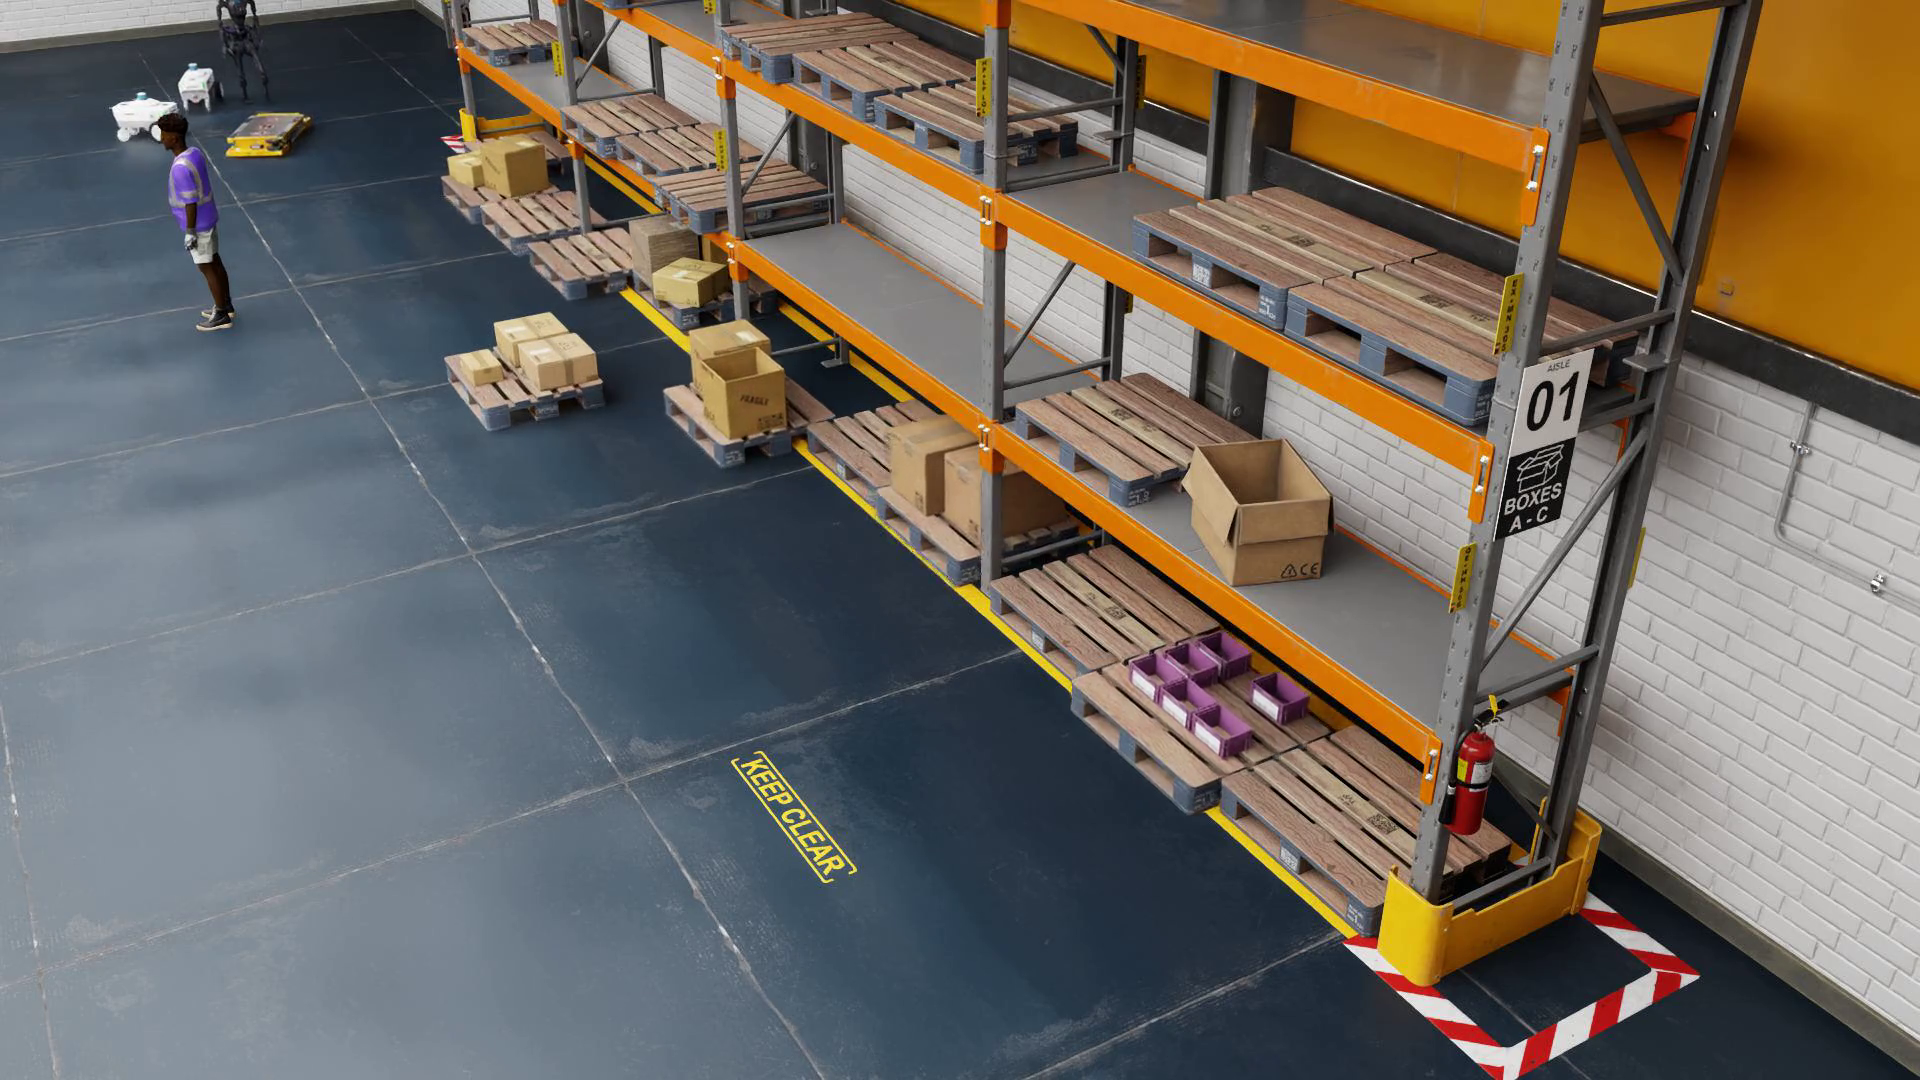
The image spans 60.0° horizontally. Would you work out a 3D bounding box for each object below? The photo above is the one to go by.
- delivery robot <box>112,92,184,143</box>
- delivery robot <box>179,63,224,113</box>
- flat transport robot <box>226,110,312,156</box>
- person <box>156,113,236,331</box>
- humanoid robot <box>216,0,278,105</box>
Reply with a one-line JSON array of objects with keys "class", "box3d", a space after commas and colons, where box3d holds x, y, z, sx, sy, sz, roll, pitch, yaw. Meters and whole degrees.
[{"class": "delivery robot", "box3d": [-10.027, -5.223, 20.564, 0.781, 0.595, 0.499, 1, 30, 1]}, {"class": "delivery robot", "box3d": [-10.014, -5.967, 21.844, 0.499, 0.563, 0.738, -7, 30, -12]}, {"class": "flat transport robot", "box3d": [-8.495, -5.000, 20.459, 0.659, 0.231, 1.431, -3, 30, -5]}, {"class": "person", "box3d": [-6.877, -2.867, 14.973, 0.368, 1.966, 0.602, -6, 30, -10]}, {"class": "humanoid robot", "box3d": [-9.344, -6.496, 21.685, 0.611, 1.637, 0.616, 23, 37, 35]}]
